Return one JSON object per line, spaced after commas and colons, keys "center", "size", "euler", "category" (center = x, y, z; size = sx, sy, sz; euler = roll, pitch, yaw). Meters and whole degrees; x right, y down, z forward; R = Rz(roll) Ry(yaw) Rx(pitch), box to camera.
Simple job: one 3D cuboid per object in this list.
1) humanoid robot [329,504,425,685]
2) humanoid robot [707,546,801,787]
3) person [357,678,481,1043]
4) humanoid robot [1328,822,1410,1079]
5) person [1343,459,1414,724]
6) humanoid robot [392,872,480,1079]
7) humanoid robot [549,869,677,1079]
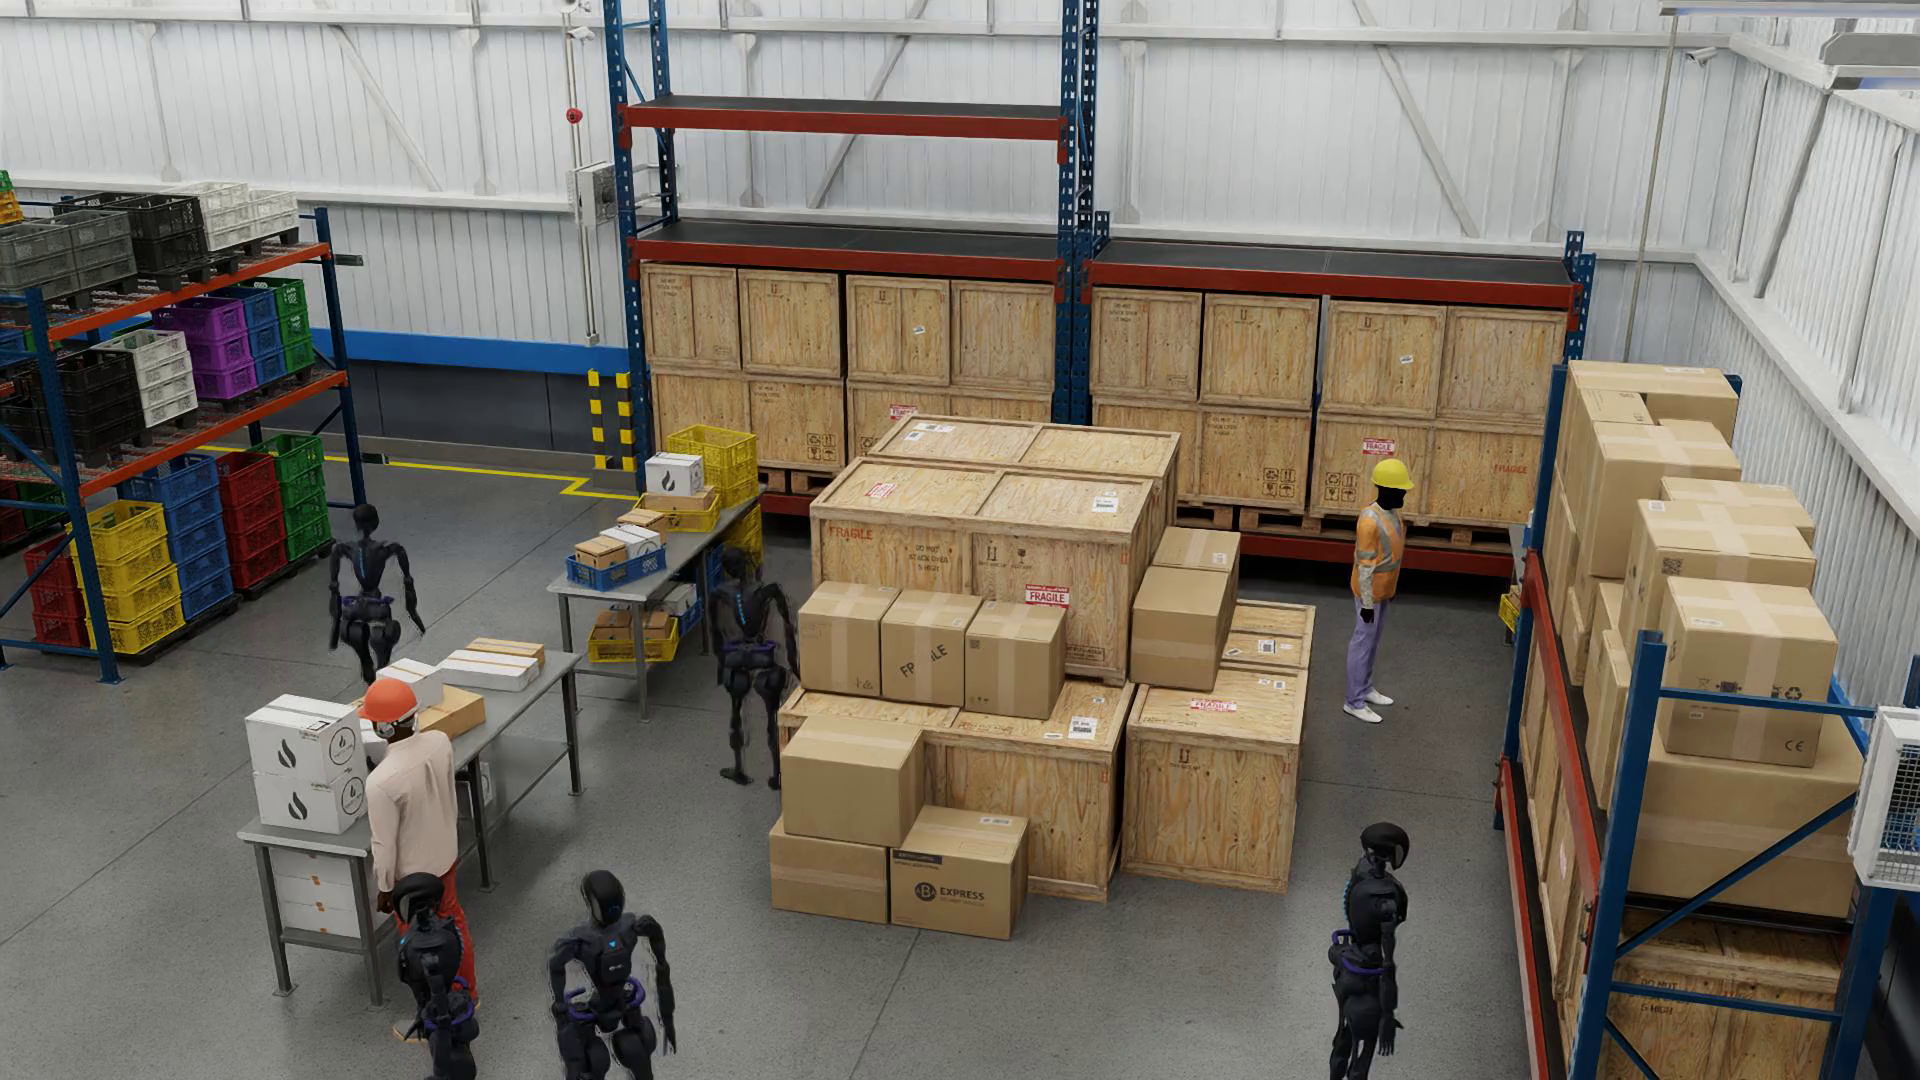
{"center": [-4.134, 0.563, 11.670], "size": [0.574, 1.609, 0.766], "euler": [1, 21, 3], "category": "humanoid robot"}
{"center": [-1.319, 0.823, 10.946], "size": [0.654, 1.631, 0.368], "euler": [4, 21, 10], "category": "humanoid robot"}
{"center": [-2.760, 1.612, 8.431], "size": [0.405, 1.986, 0.615], "euler": [6, 22, 16], "category": "person"}
{"center": [1.880, 2.042, 7.710], "size": [0.323, 1.657, 0.601], "euler": [-1, 21, -2], "category": "humanoid robot"}
{"center": [2.973, 0.340, 11.833], "size": [0.365, 1.928, 0.584], "euler": [11, 24, 27], "category": "person"}
{"center": [-2.290, 2.190, 7.323], "size": [0.324, 1.657, 0.602], "euler": [-9, 23, -22], "category": "humanoid robot"}
{"center": [-1.504, 2.200, 7.321], "size": [0.587, 1.650, 0.424], "euler": [-11, 24, -27], "category": "humanoid robot"}
